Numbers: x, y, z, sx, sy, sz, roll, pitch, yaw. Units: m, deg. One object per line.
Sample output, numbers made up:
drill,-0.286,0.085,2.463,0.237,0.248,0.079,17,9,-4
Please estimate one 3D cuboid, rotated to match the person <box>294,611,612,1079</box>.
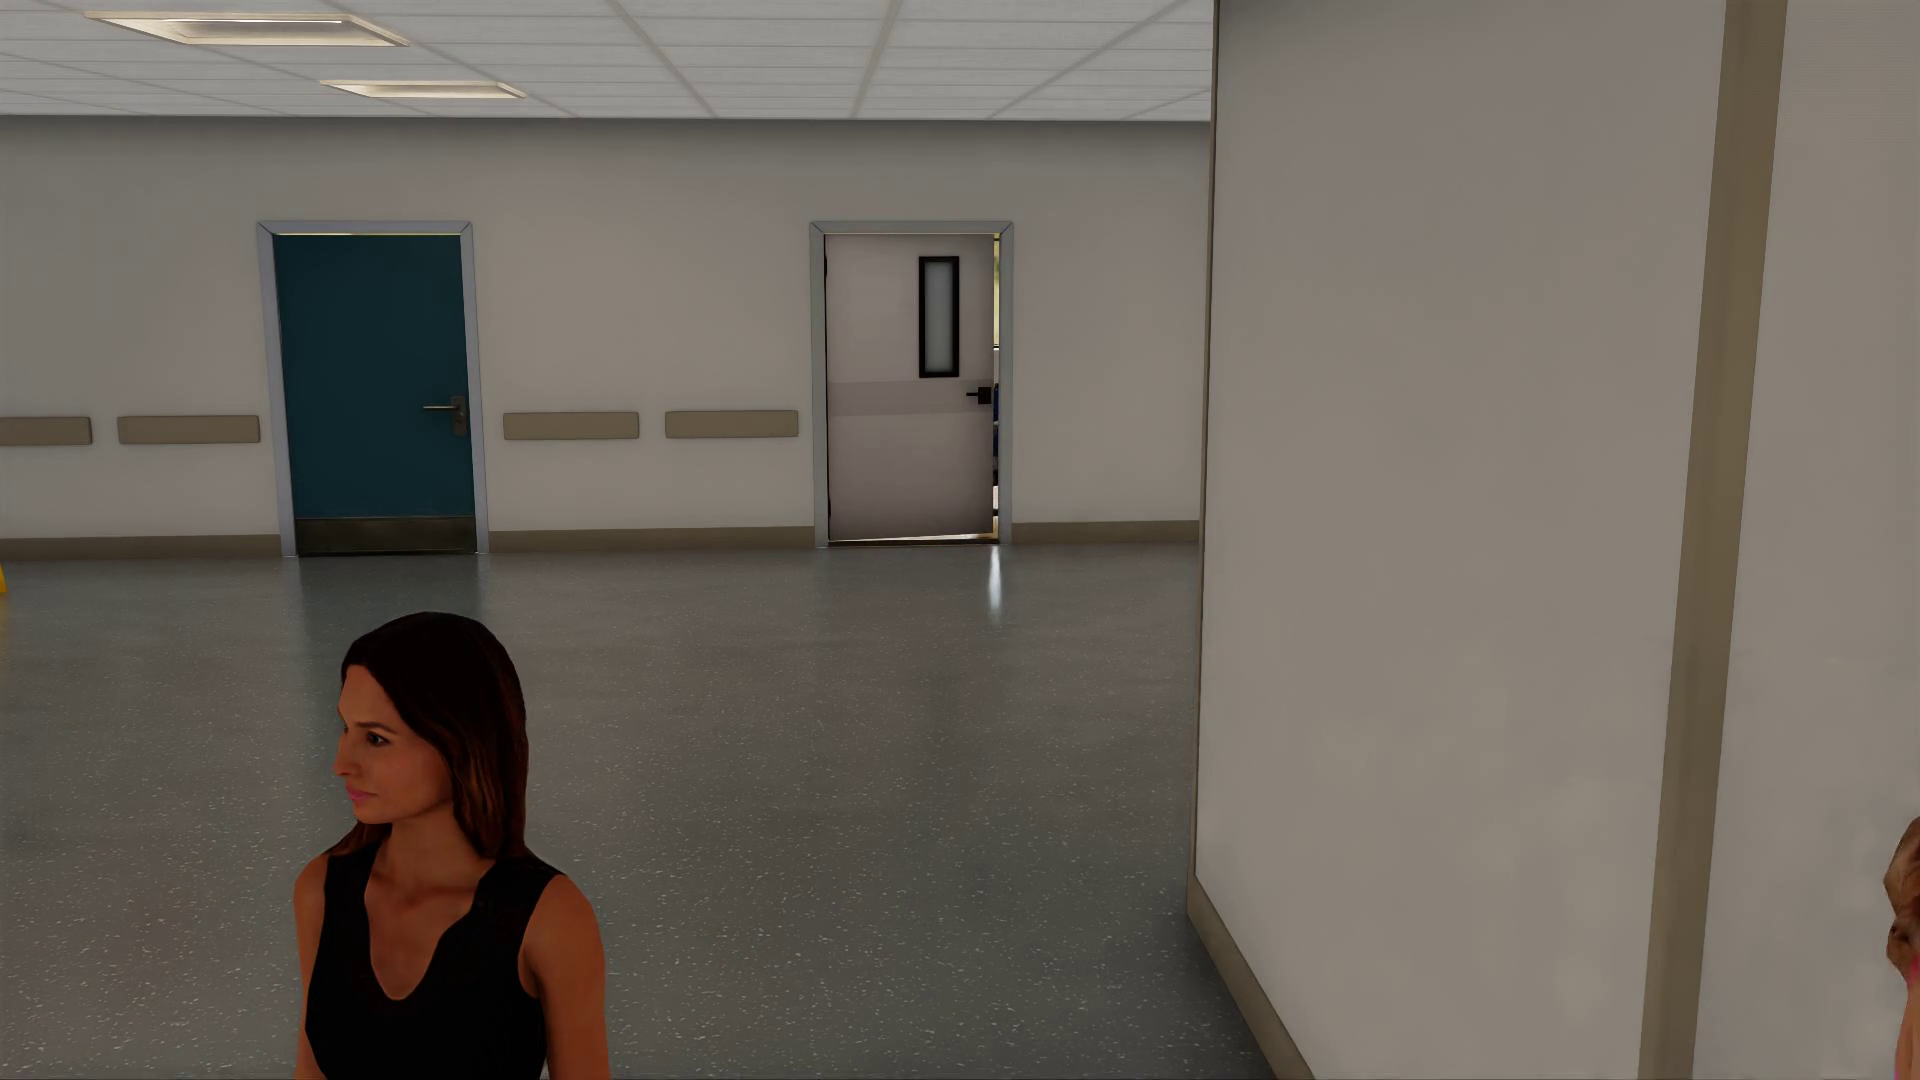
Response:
person,-0.624,0.989,2.098,0.563,1.835,0.703,2,11,13
